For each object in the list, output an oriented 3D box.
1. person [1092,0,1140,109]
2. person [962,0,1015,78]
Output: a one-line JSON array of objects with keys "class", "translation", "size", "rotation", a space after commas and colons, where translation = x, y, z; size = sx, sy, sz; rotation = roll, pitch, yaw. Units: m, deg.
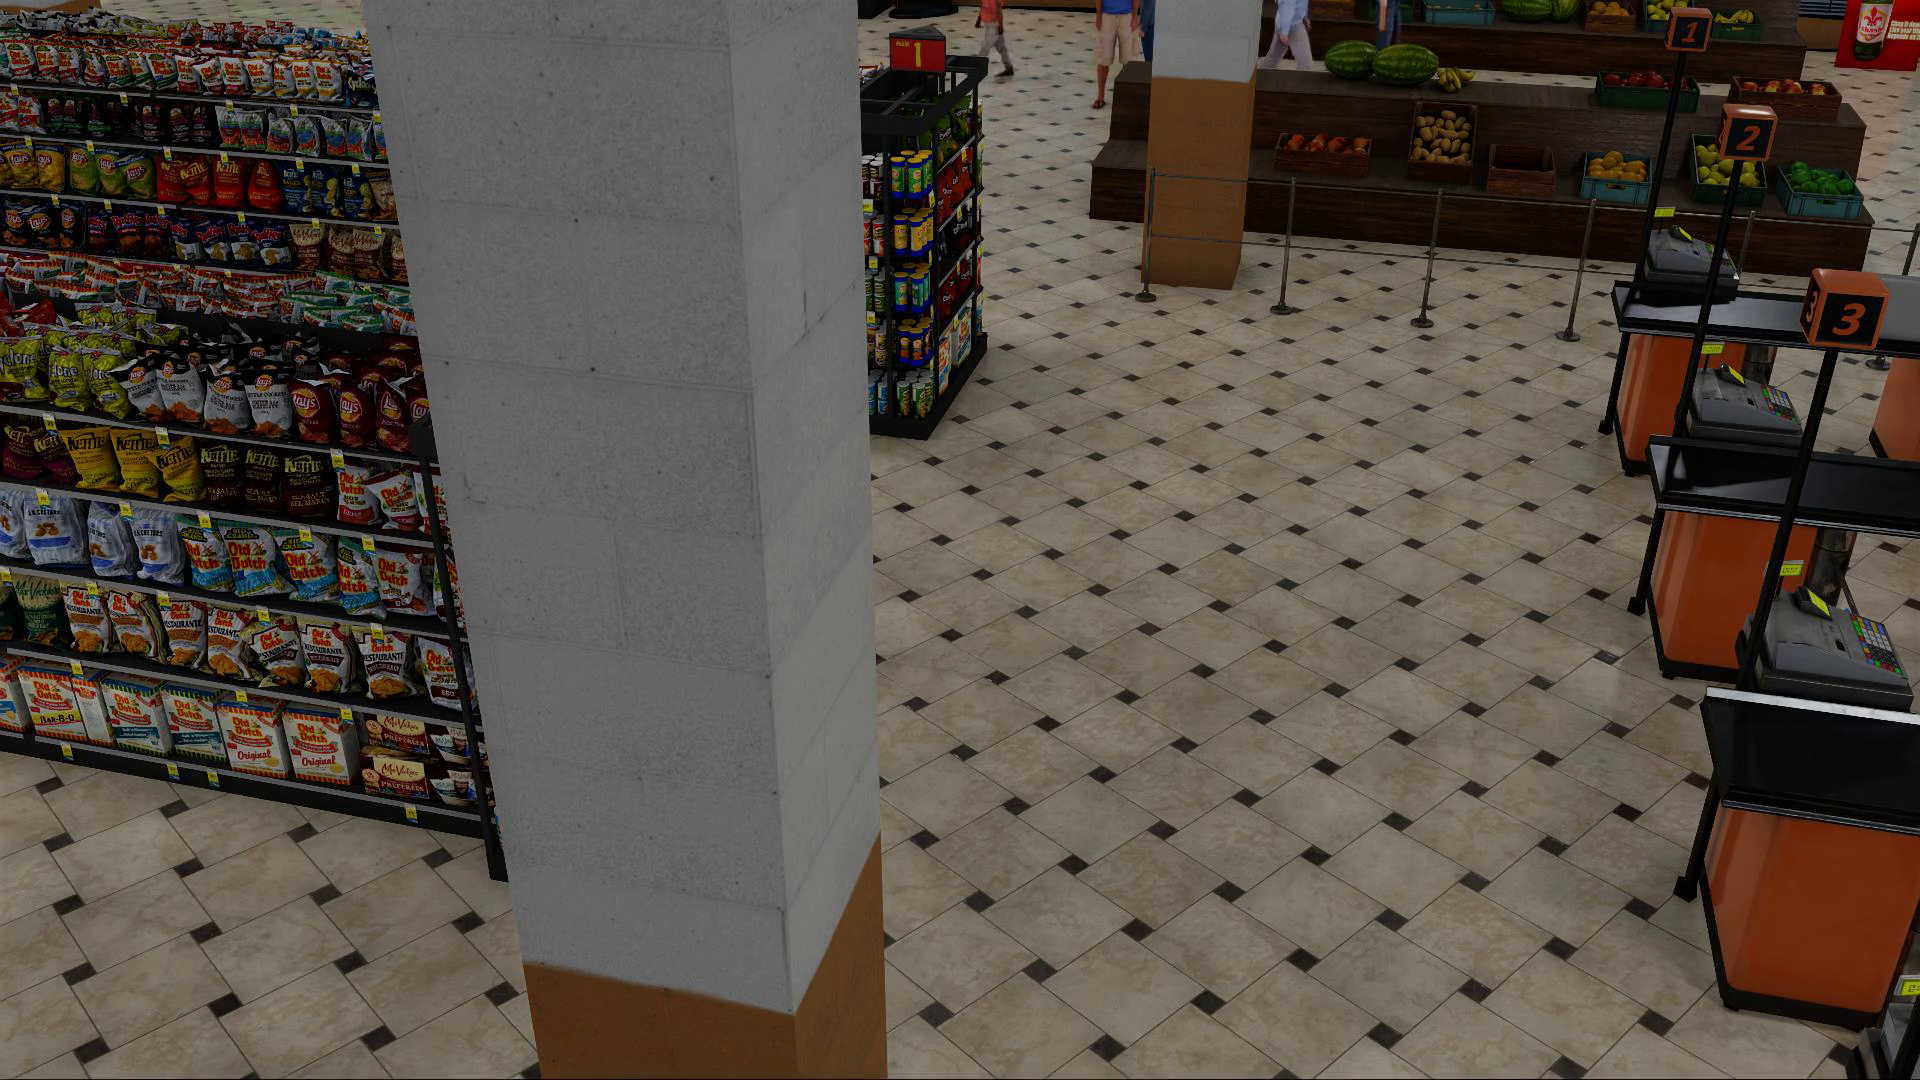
[{"class": "person", "translation": [1.614, -5.372, 17.010], "size": [0.555, 1.861, 0.735], "rotation": [3, 29, 5]}, {"class": "person", "translation": [0.422, -5.670, 18.160], "size": [0.950, 1.281, 0.798], "rotation": [-9, 30, -15]}]
